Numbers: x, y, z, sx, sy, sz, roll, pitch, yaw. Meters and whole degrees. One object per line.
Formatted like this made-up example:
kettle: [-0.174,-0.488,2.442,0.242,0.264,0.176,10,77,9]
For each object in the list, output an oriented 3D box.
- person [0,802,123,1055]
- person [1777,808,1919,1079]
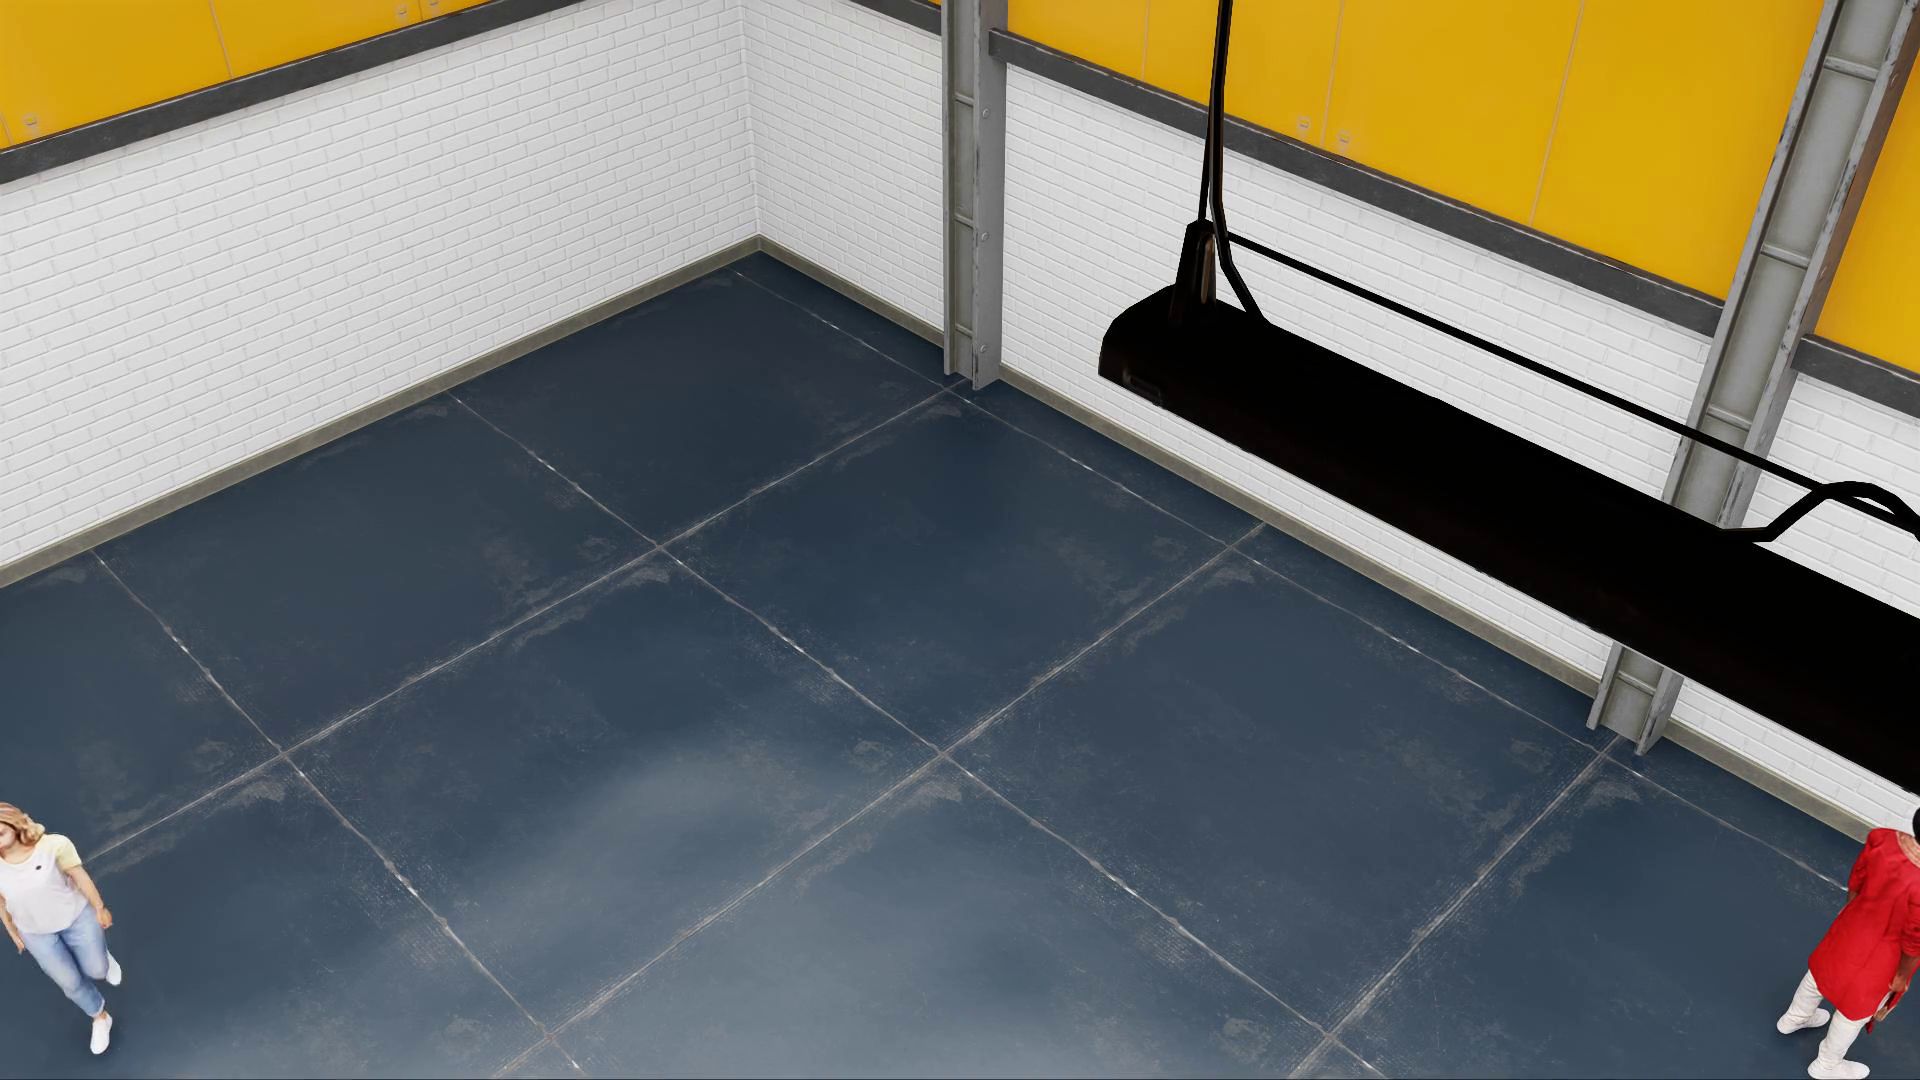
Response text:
person: [-4.683,1.926,8.632,0.814,1.713,0.926,-14,41,-16]
person: [4.614,2.003,8.399,0.841,1.881,0.748,-5,39,-7]
